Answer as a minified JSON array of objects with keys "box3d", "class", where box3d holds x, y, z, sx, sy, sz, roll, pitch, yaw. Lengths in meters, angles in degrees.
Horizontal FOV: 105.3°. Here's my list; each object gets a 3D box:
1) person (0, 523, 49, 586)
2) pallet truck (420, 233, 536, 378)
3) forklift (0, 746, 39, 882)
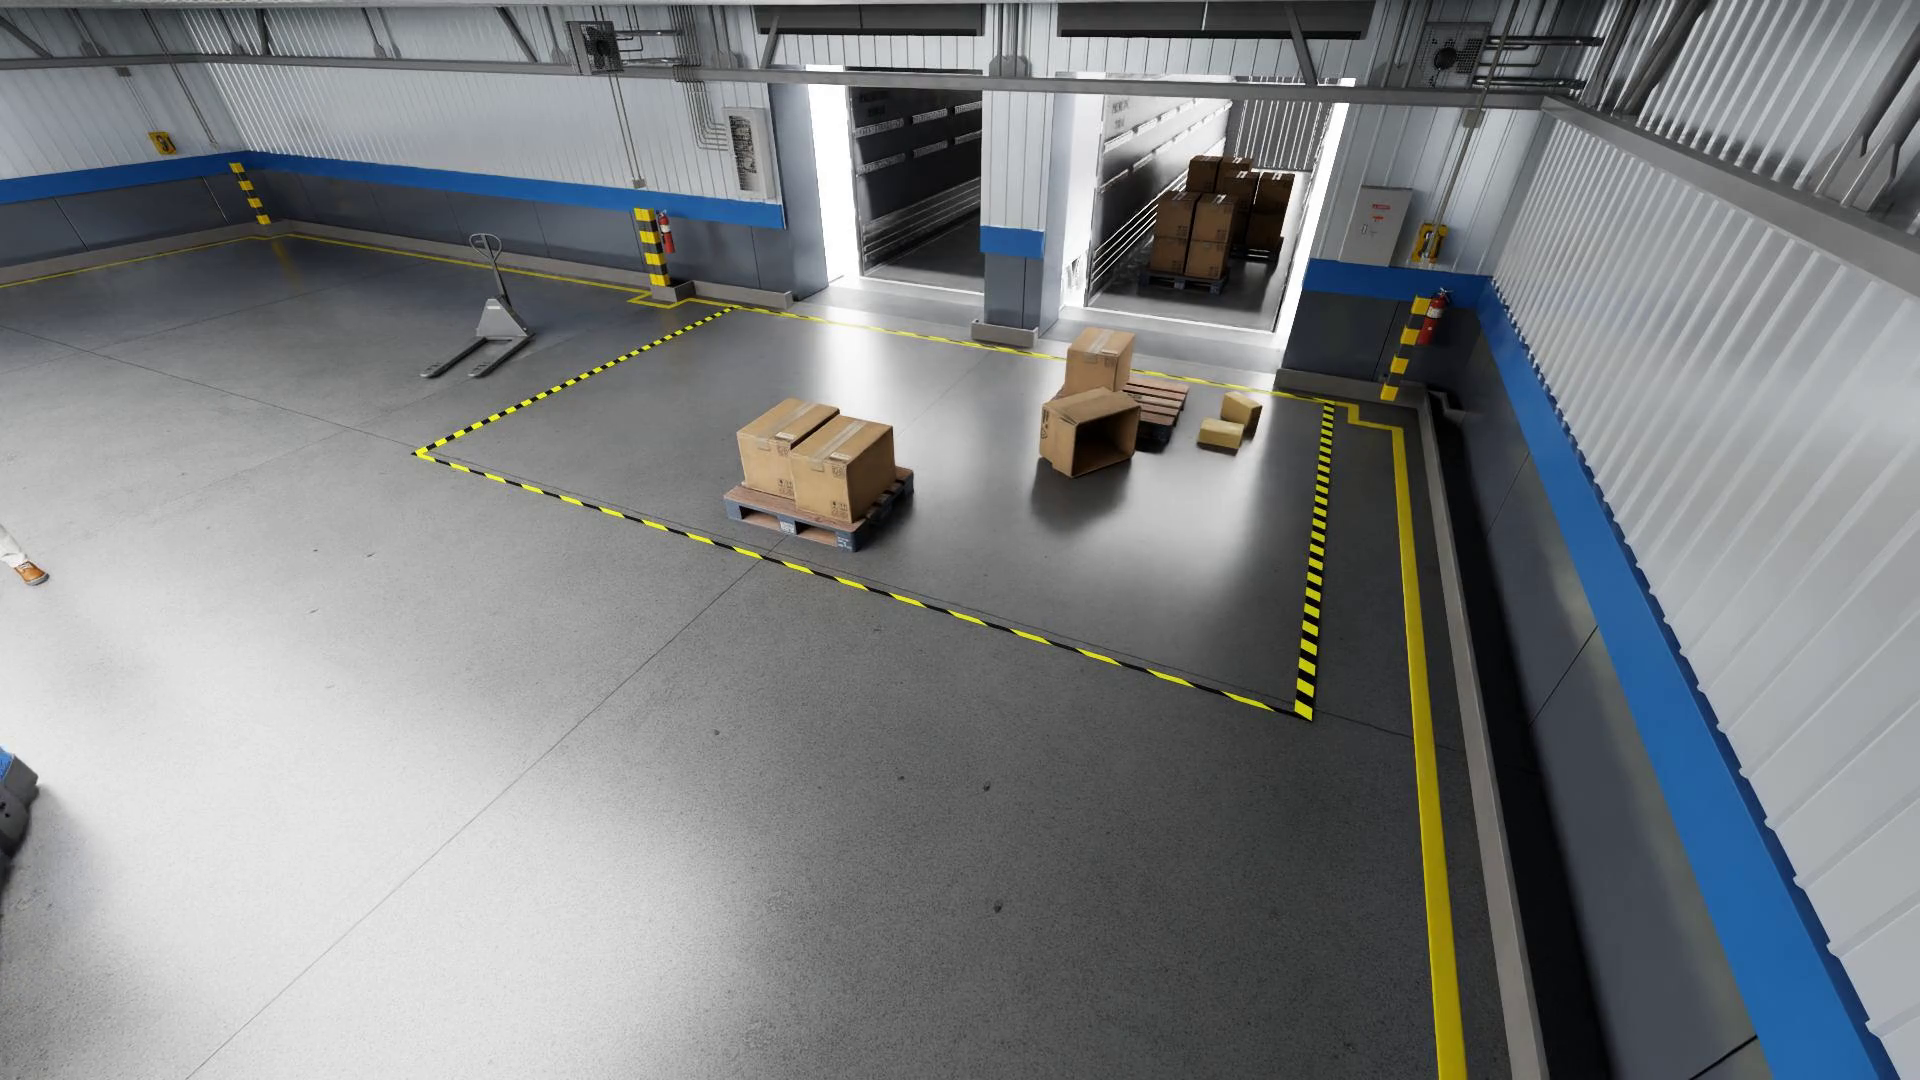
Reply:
[{"box3d":[-6.743,-0.447,4.637,0.402,1.945,0.614,23,41,28],"class":"person"},{"box3d":[-5.664,-2.712,8.427,0.680,1.201,1.601,0,35,-1],"class":"pallet truck"},{"box3d":[-4.903,0.770,2.850,0.716,2.013,0.776,-21,41,-27],"class":"forklift"}]
